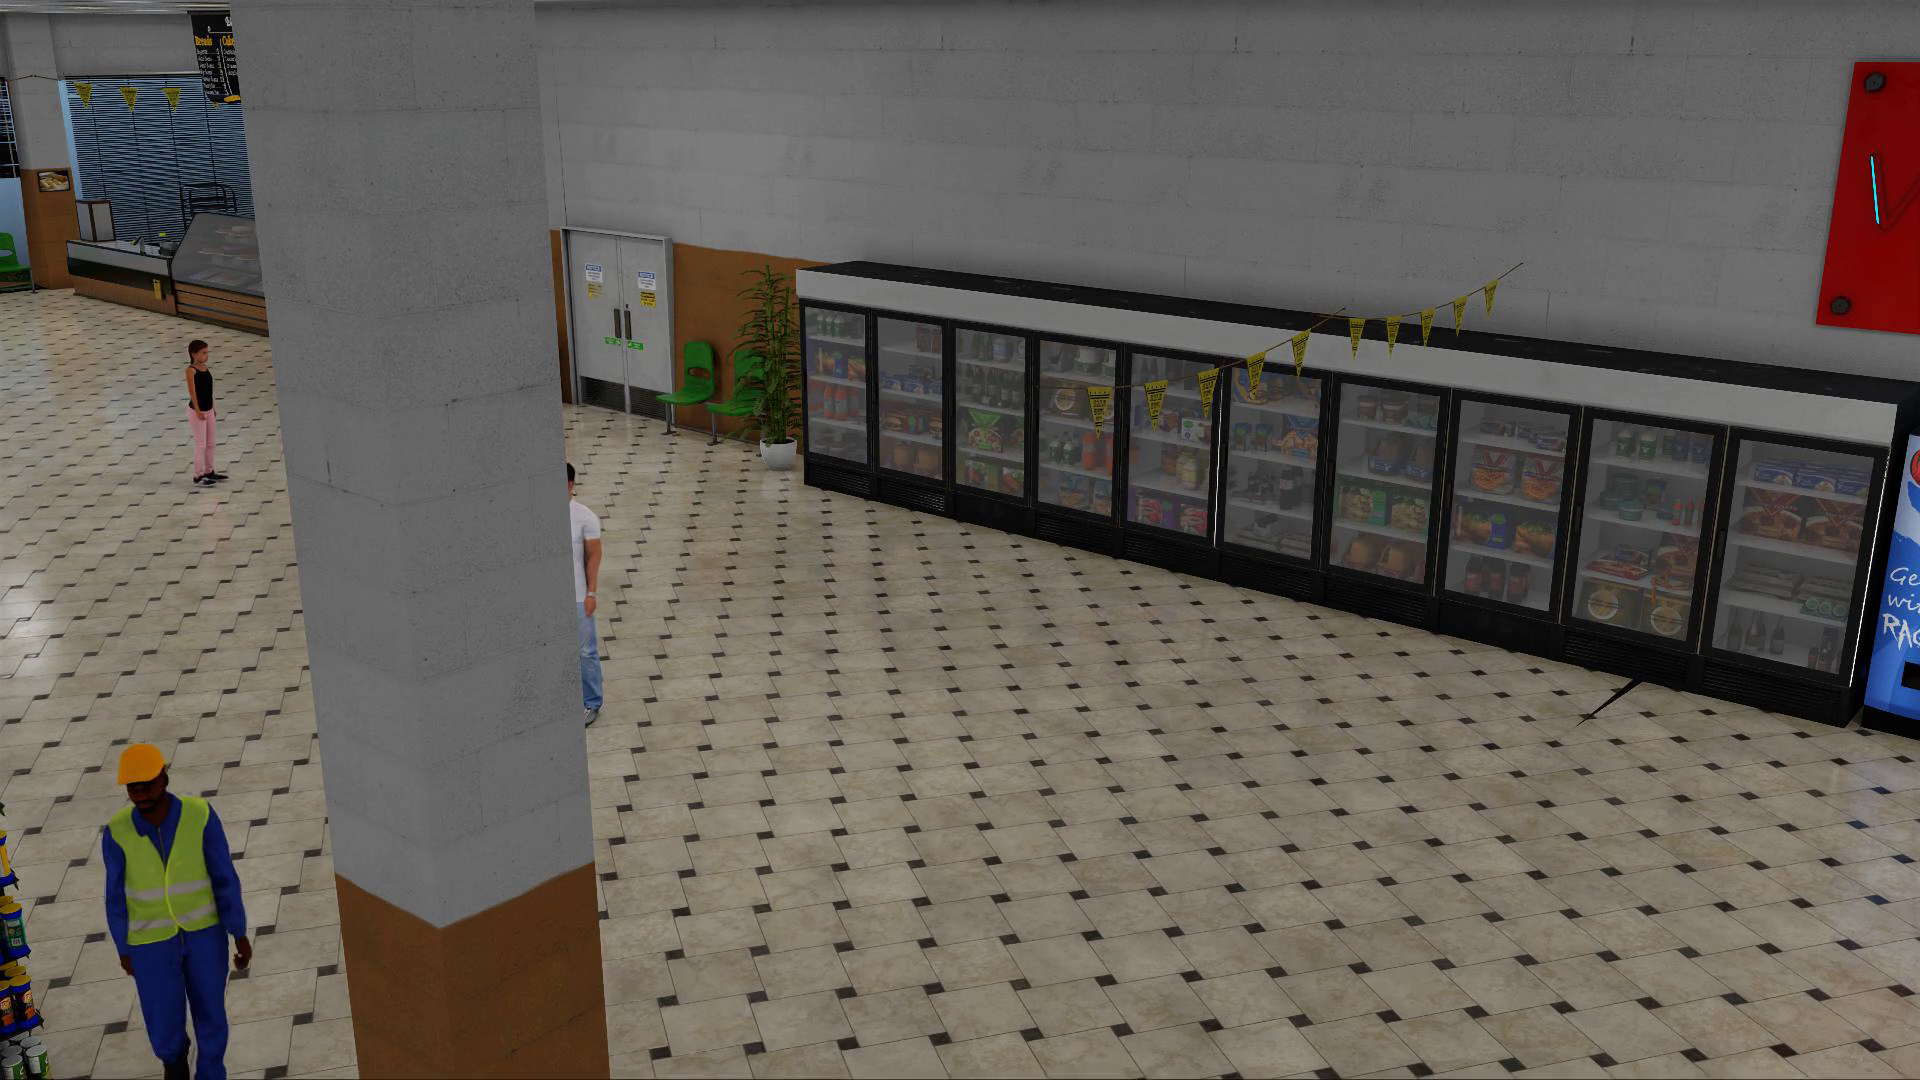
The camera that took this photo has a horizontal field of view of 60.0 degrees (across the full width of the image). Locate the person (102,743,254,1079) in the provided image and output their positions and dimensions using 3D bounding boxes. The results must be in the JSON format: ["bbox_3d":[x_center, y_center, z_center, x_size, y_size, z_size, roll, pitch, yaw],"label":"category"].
[{"bbox_3d":[-3.408,1.680,7.234,0.785,1.798,0.851,-11,20,-31],"label":"person"}]

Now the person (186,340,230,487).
[{"bbox_3d":[-8.044,-1.351,17.629,0.647,1.558,0.565,3,17,9],"label":"person"}]
